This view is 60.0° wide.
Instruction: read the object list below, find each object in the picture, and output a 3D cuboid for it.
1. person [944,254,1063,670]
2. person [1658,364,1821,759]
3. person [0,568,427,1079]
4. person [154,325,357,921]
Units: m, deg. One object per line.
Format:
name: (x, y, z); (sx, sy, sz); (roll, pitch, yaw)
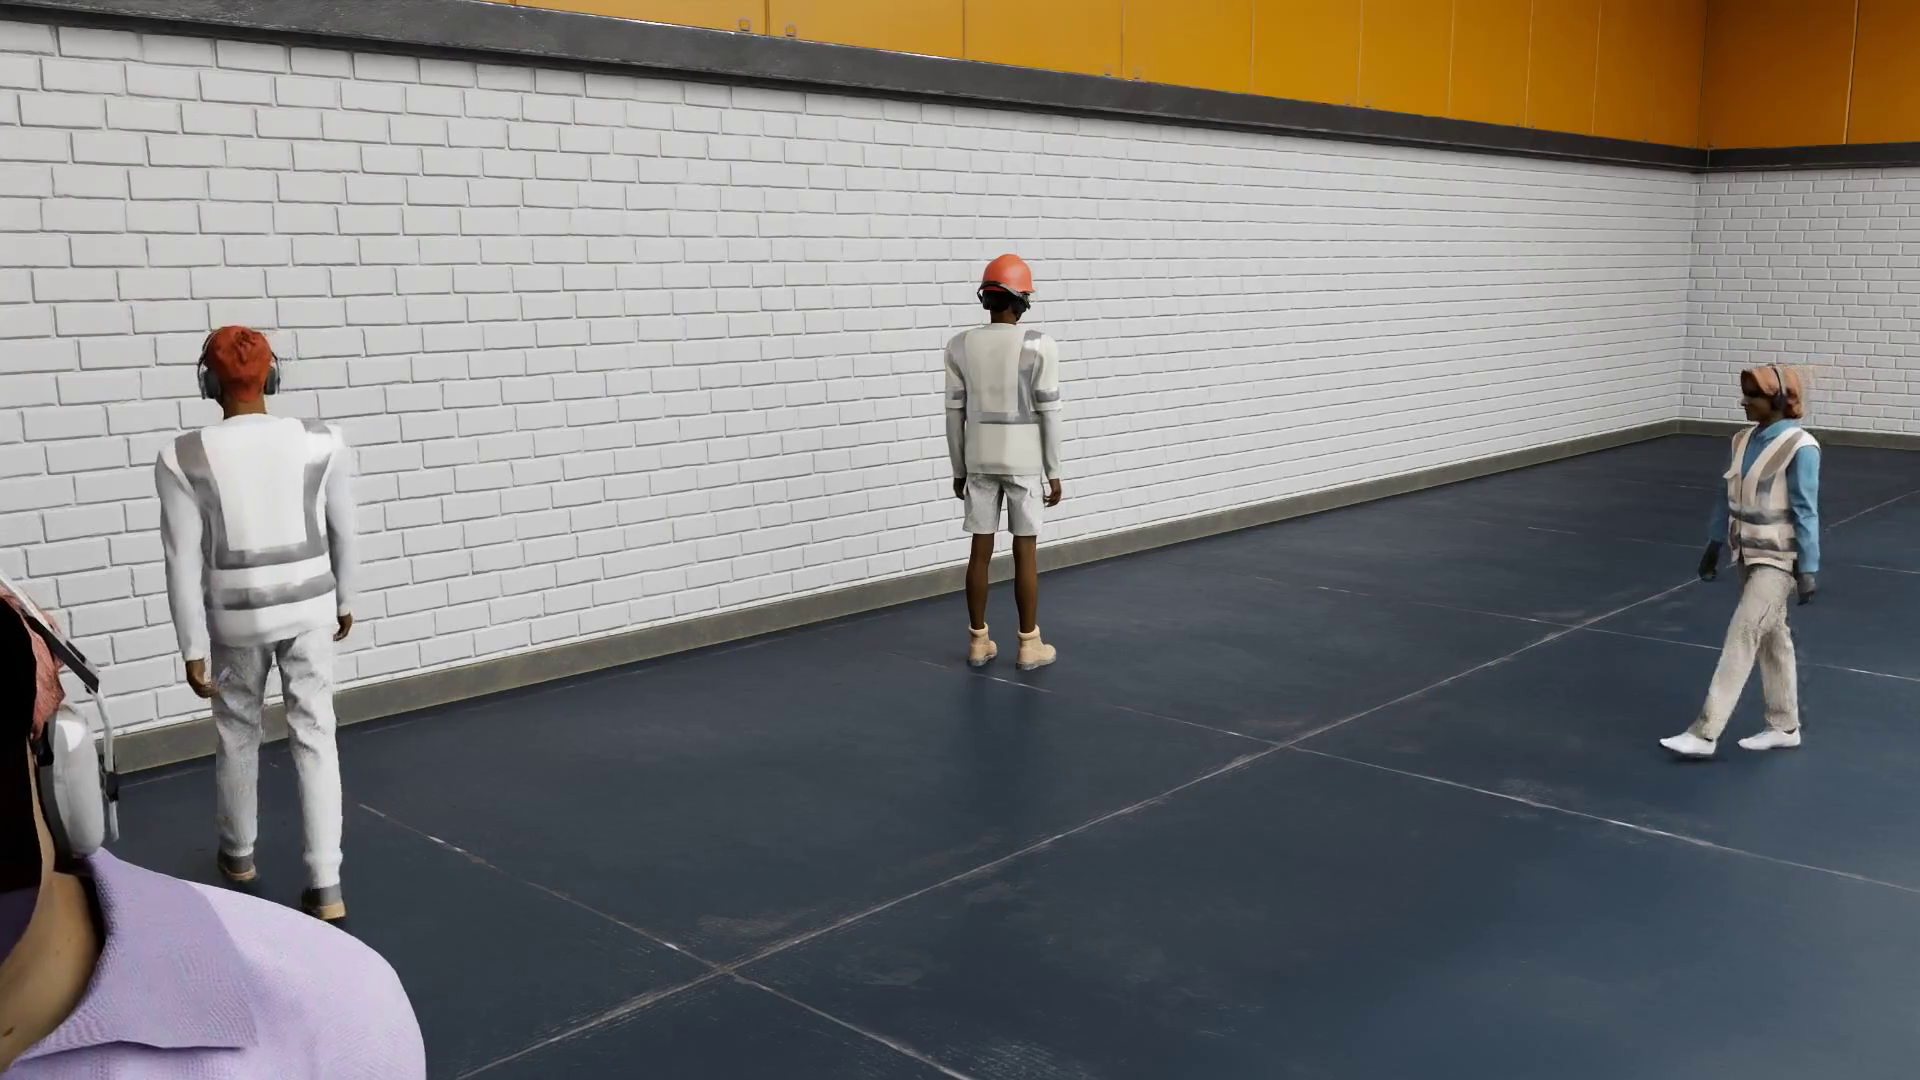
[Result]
person: (0.224, -0.377, 8.221); (0.606, 2.044, 0.373); (4, 11, 22)
person: (3.153, 0.100, 6.743); (0.775, 1.608, 0.539); (0, 10, -3)
person: (-0.647, 0.934, 1.148); (0.648, 1.907, 0.401); (-6, 12, -31)
person: (-2.183, 0.247, 5.242); (0.581, 1.861, 0.763); (-6, 11, -29)
